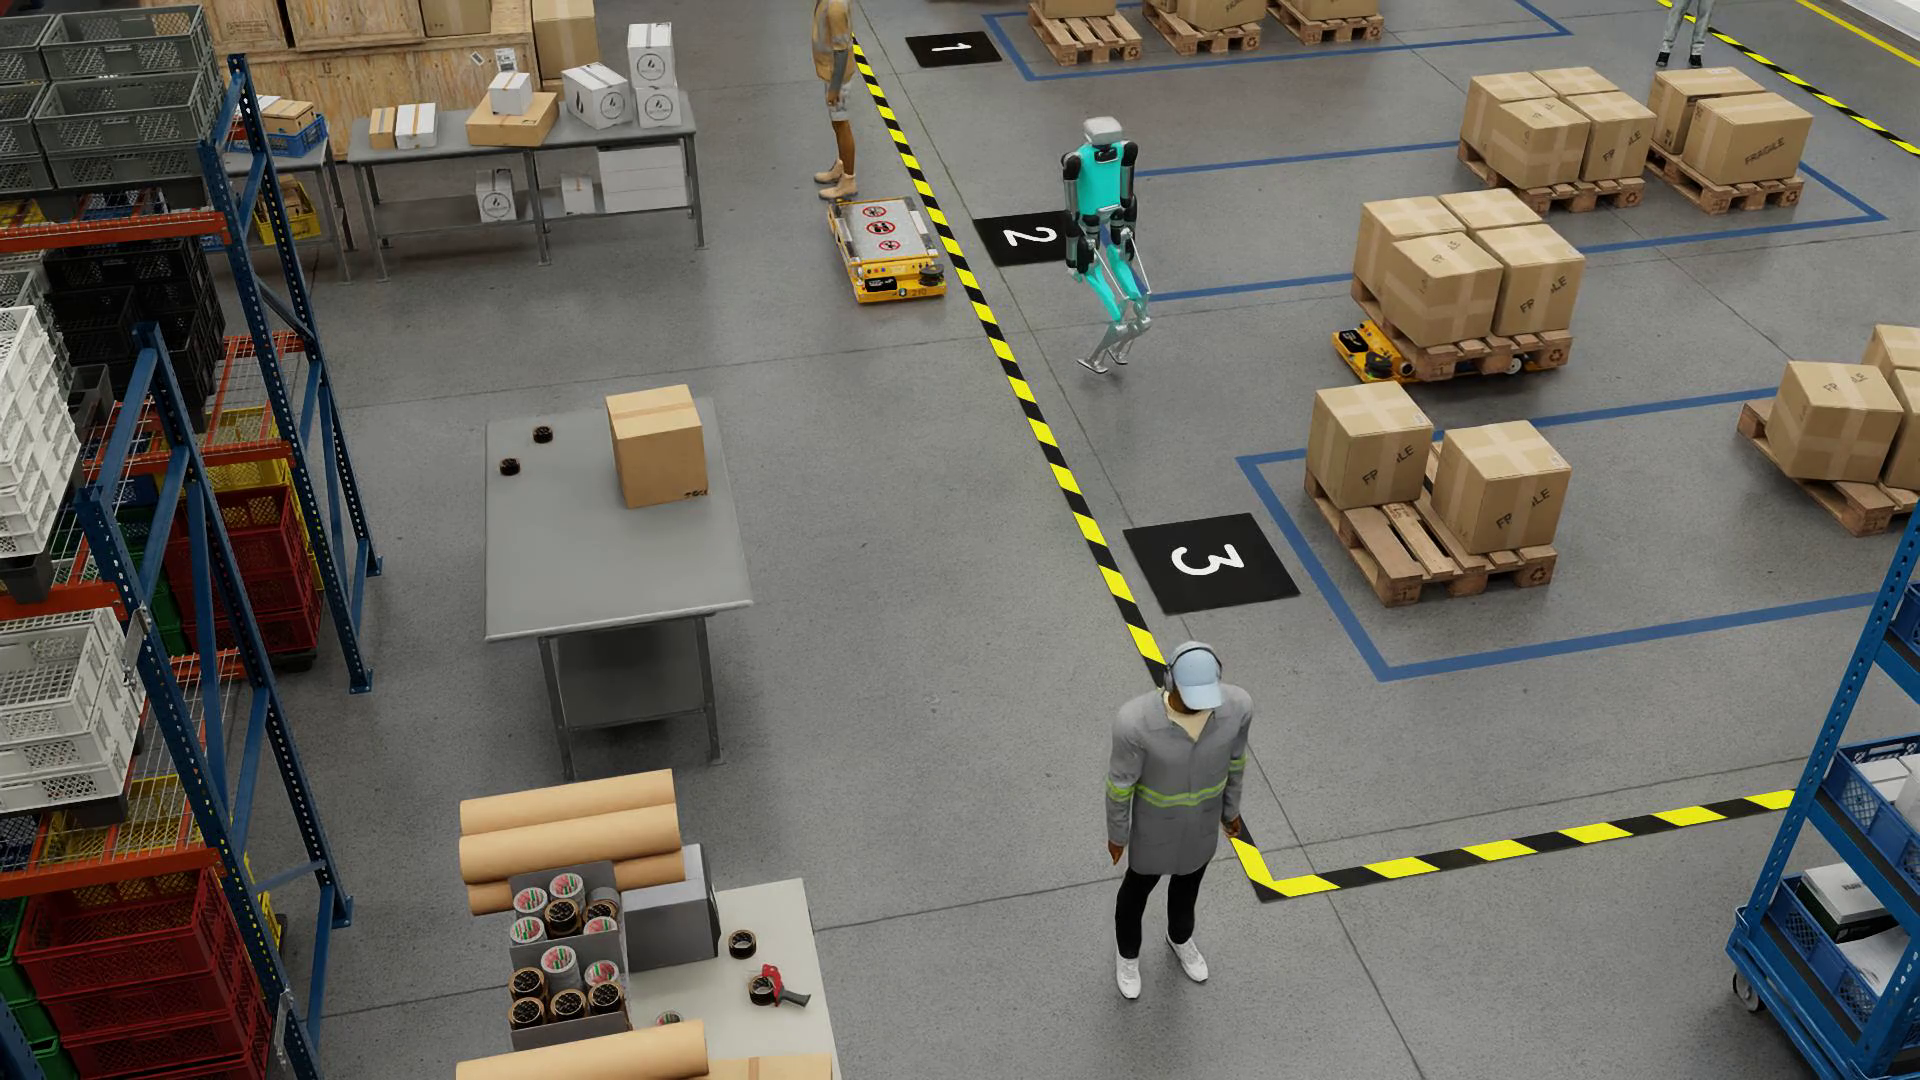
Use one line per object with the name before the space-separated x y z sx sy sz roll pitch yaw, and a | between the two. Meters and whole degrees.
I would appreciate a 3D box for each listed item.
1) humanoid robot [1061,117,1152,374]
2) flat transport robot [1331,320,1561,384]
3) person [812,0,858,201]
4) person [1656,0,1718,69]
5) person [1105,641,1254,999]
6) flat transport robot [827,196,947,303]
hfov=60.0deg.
humanoid robot | 1.000 -1.814 10.650 0.533 1.675 0.735 -18 40 -22
flat transport robot | 3.337 -1.349 11.343 1.431 0.197 0.652 -8 37 -10
person | -1.010 -3.660 12.996 0.386 2.035 0.604 -5 37 -7
person | 6.869 -5.276 15.330 0.587 1.837 0.404 9 38 12
person | 0.876 1.133 6.705 0.599 1.850 0.387 -10 38 -13
flat transport robot | -0.570 -2.220 12.538 0.659 0.231 1.431 -8 37 -10
